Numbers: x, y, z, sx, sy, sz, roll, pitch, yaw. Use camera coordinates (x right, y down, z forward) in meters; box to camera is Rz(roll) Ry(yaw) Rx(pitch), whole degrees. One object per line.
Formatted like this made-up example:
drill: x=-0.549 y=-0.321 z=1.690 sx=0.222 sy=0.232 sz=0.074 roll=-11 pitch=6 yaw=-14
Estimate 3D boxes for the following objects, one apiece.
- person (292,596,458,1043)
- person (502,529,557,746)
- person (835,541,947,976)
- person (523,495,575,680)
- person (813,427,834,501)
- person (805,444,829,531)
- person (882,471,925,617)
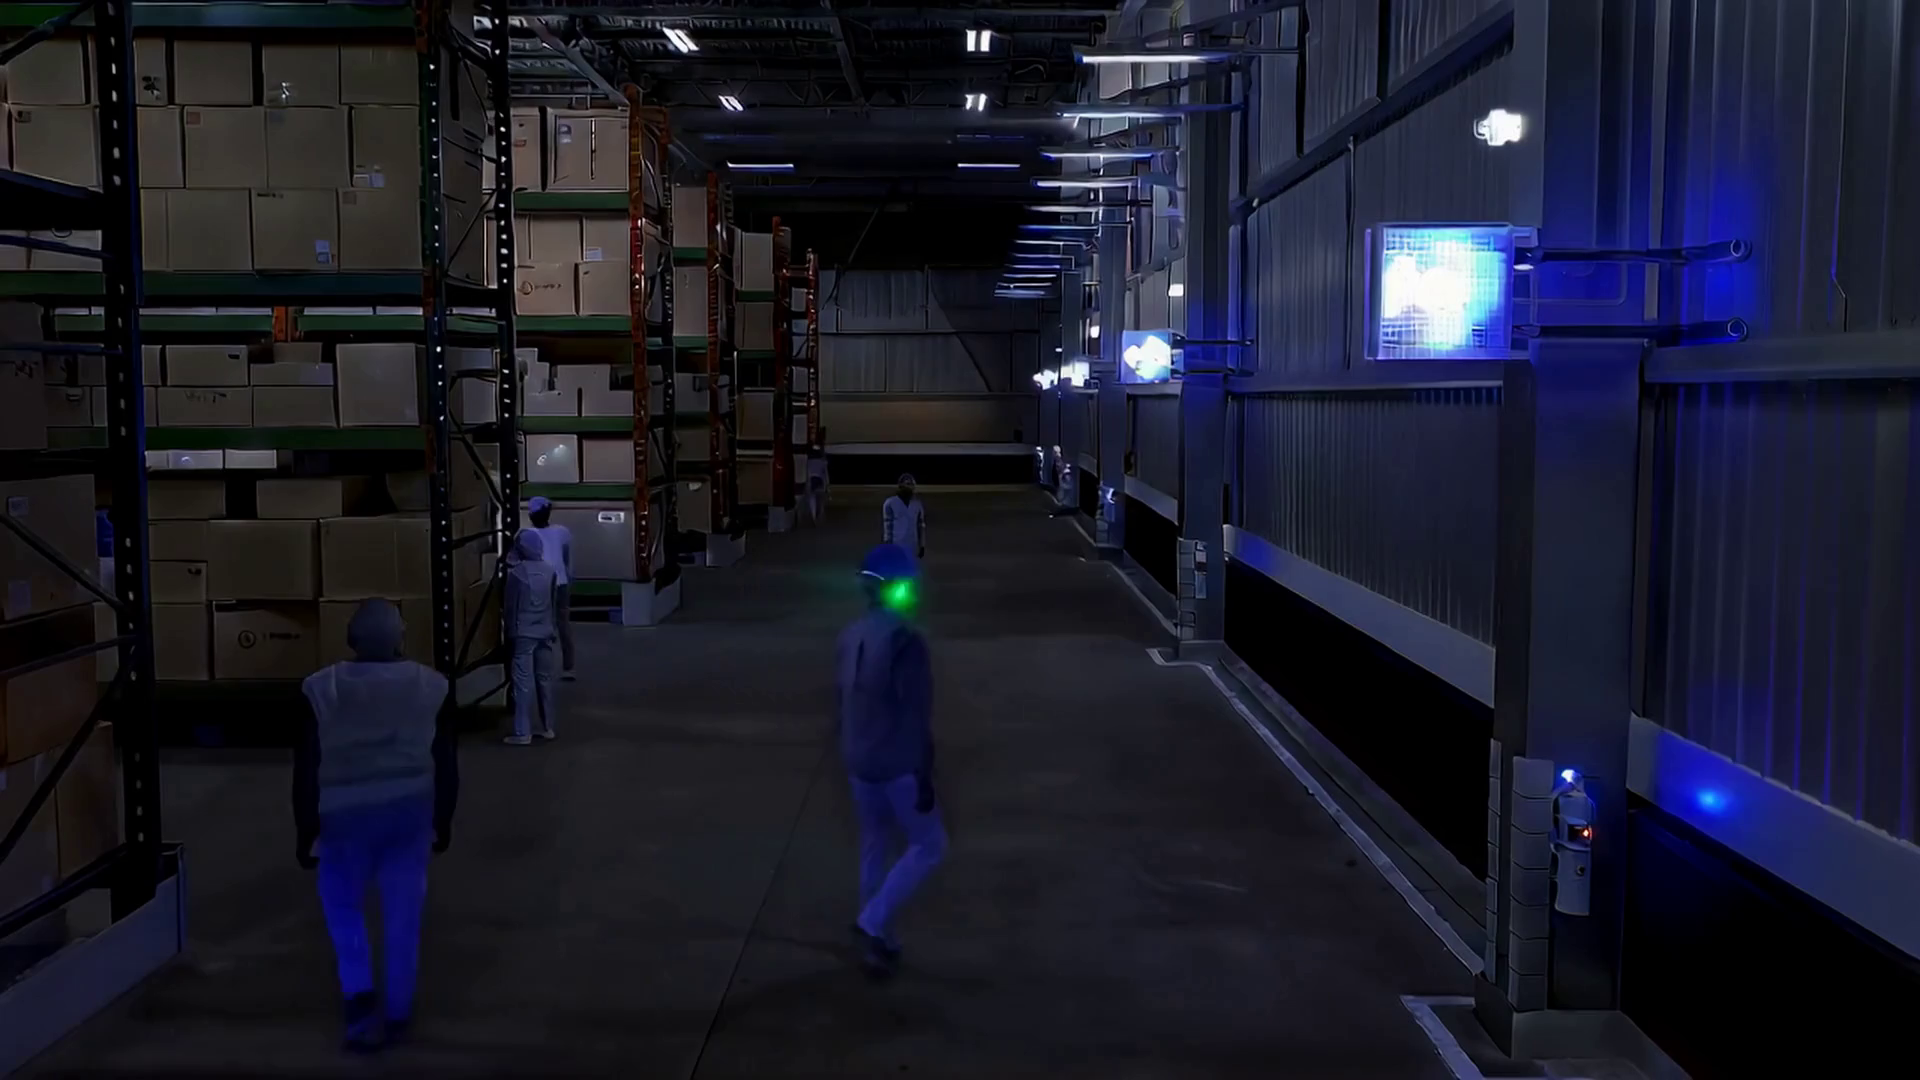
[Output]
person: x=-2.365 y=1.137 z=6.755 sx=0.648 sy=1.820 sz=0.460 roll=-2 pitch=5 yaw=-27
person: x=-3.244 y=0.732 z=12.585 sx=0.318 sy=1.631 sz=0.524 roll=3 pitch=6 yaw=28
person: x=-0.333 y=0.996 z=7.466 sx=0.455 sy=1.982 sz=0.646 roll=-4 pitch=7 yaw=-41
person: x=-3.880 y=0.438 z=15.507 sx=0.550 sy=1.708 sz=0.915 roll=-4 pitch=7 yaw=-42
person: x=-3.563 y=-1.883 z=41.629 sx=0.669 sy=1.880 sz=0.676 roll=1 pitch=5 yaw=17
person: x=-2.815 y=-1.039 z=32.730 sx=0.485 sy=1.710 sz=0.852 roll=0 pitch=5 yaw=-1
person: x=-0.655 y=0.052 z=19.858 sx=0.564 sy=1.743 sz=0.349 roll=-3 pitch=6 yaw=-29
